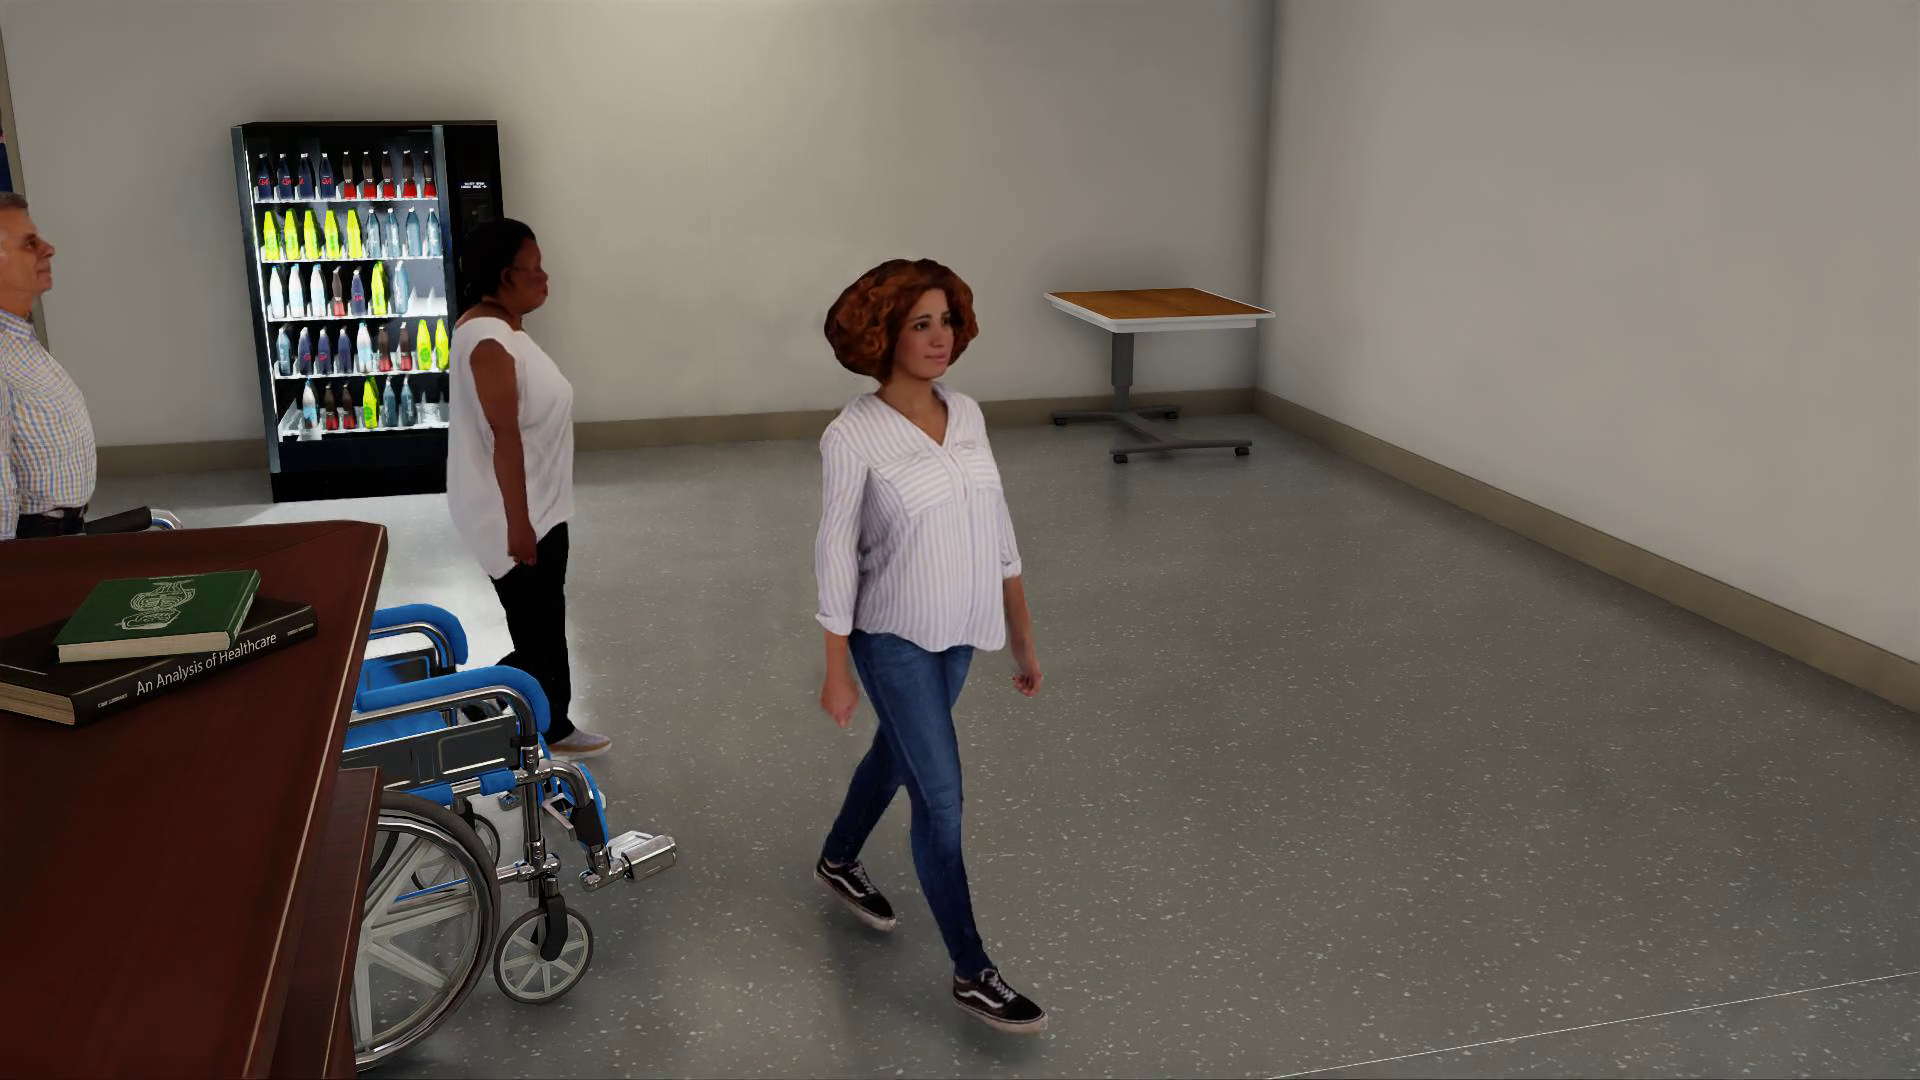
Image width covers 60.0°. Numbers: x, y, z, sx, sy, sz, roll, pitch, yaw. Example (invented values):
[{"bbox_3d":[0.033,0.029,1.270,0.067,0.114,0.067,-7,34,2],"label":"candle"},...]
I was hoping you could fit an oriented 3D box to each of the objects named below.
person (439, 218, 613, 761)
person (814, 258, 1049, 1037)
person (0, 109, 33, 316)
[{"bbox_3d":[-1.347,-0.089,4.890,0.777,1.676,0.681,-5,17,-17],"label":"person"},{"bbox_3d":[-0.160,0.205,3.845,1.160,1.677,1.070,-15,22,-42],"label":"person"},{"bbox_3d":[-6.862,-2.169,11.941,0.788,1.854,0.872,4,16,14],"label":"person"}]
